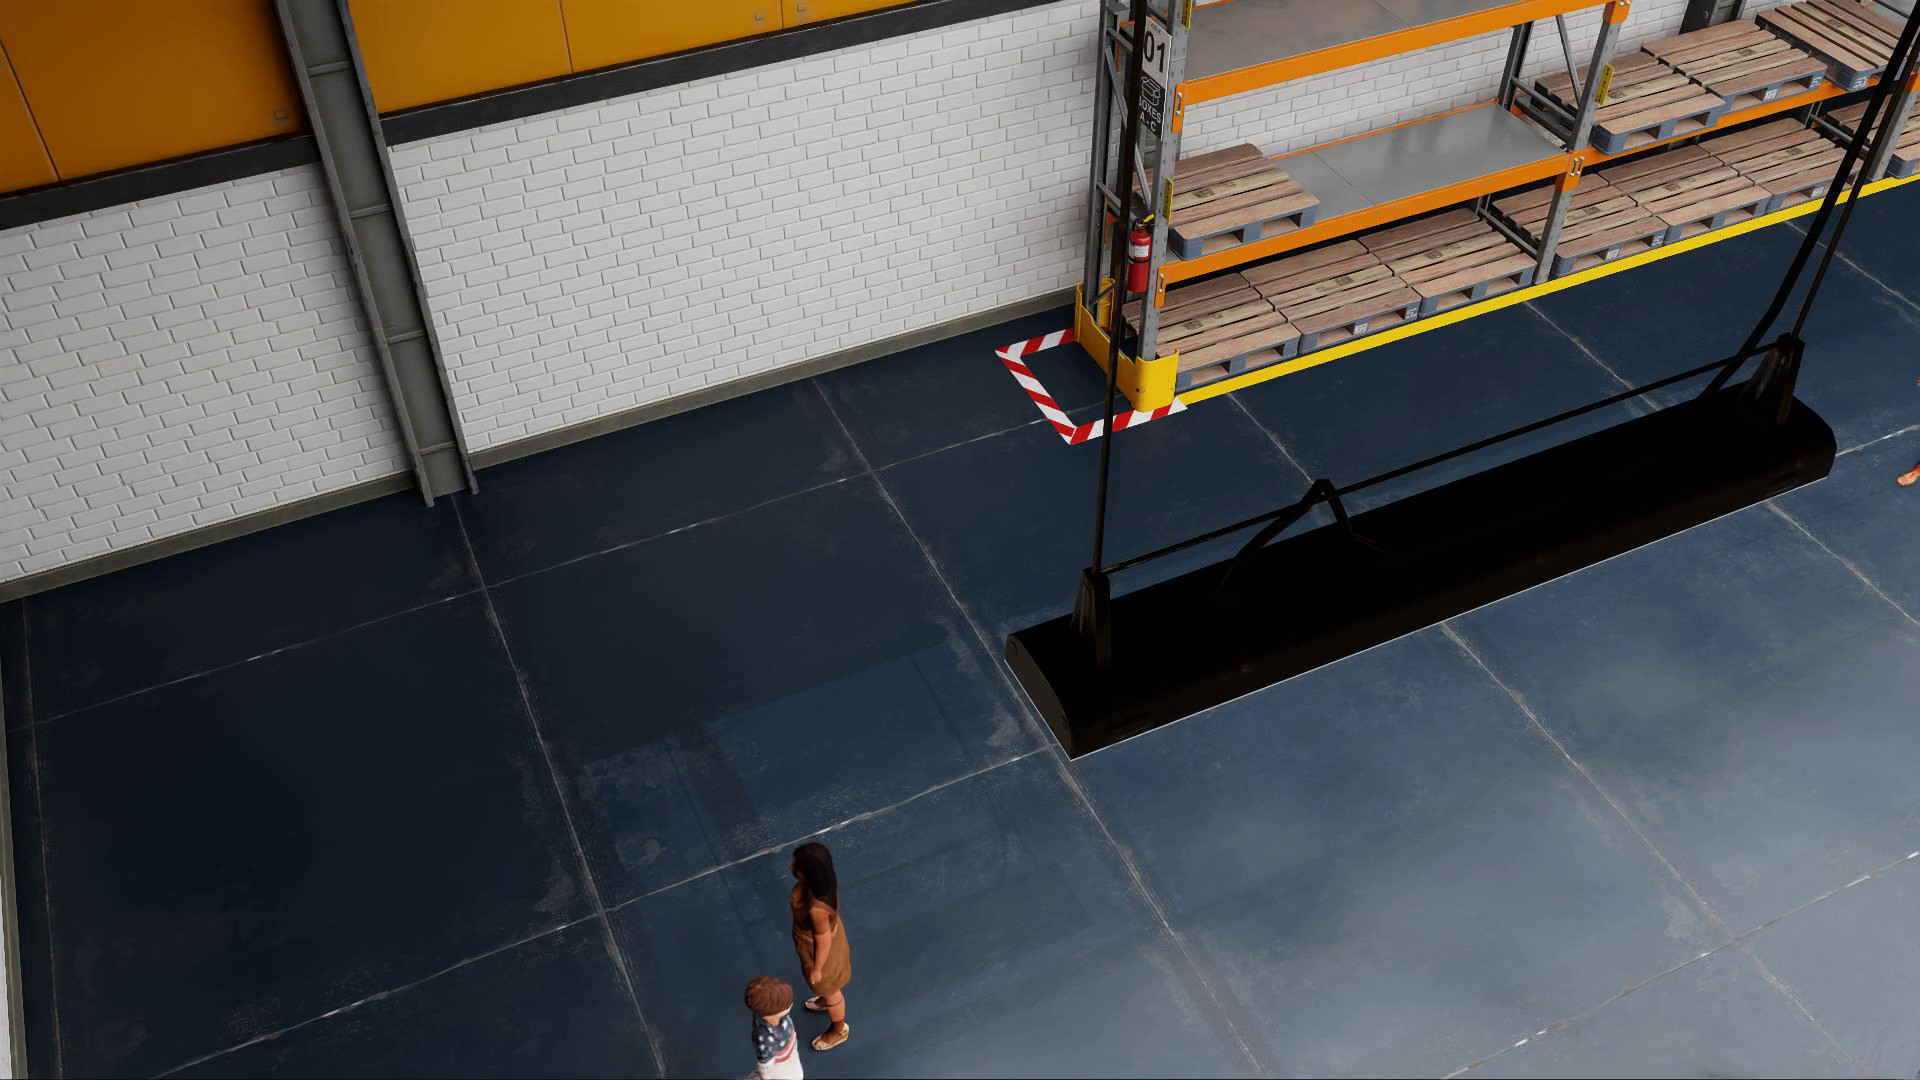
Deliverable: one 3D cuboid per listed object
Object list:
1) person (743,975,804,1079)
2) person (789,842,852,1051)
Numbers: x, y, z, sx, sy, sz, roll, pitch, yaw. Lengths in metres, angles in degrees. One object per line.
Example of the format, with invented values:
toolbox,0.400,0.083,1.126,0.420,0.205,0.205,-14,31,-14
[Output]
person,-0.994,2.626,8.453,0.936,1.422,0.703,-3,44,-4
person,-0.735,2.127,8.782,0.575,1.690,0.603,-8,44,-8
